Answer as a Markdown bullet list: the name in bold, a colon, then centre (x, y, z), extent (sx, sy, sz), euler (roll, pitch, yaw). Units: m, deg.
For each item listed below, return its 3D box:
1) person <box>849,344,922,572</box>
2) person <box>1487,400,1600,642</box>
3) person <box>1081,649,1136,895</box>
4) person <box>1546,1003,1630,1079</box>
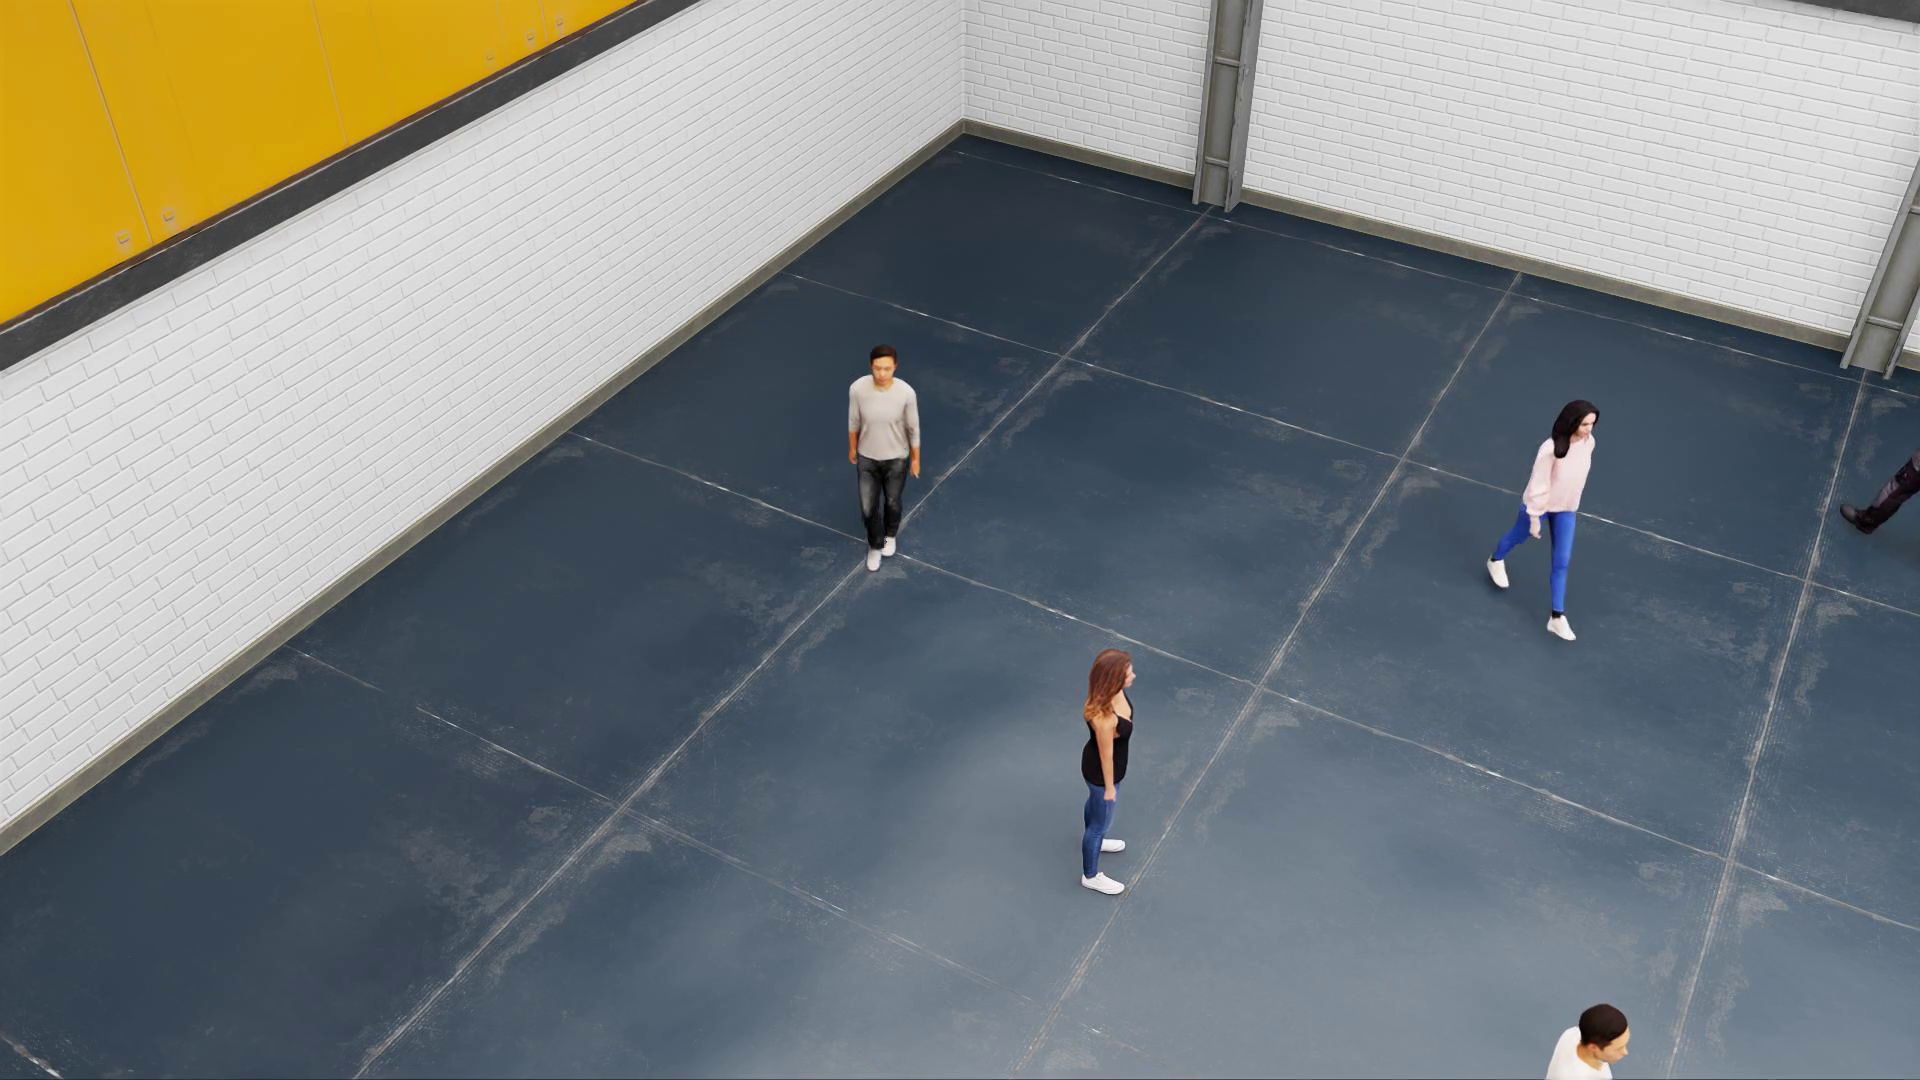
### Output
- **person**: centre (-0.532, -0.660, 11.715), extent (0.806, 1.800, 0.880), euler (2, 39, 3)
- **person**: centre (3.916, -0.246, 11.266), extent (1.186, 1.712, 1.234), euler (-9, 39, -11)
- **person**: centre (0.816, 1.267, 9.364), extent (0.651, 1.723, 0.660), euler (4, 39, 5)
- **person**: centre (2.688, 2.698, 7.510), extent (0.630, 1.799, 0.696), euler (10, 40, 12)
